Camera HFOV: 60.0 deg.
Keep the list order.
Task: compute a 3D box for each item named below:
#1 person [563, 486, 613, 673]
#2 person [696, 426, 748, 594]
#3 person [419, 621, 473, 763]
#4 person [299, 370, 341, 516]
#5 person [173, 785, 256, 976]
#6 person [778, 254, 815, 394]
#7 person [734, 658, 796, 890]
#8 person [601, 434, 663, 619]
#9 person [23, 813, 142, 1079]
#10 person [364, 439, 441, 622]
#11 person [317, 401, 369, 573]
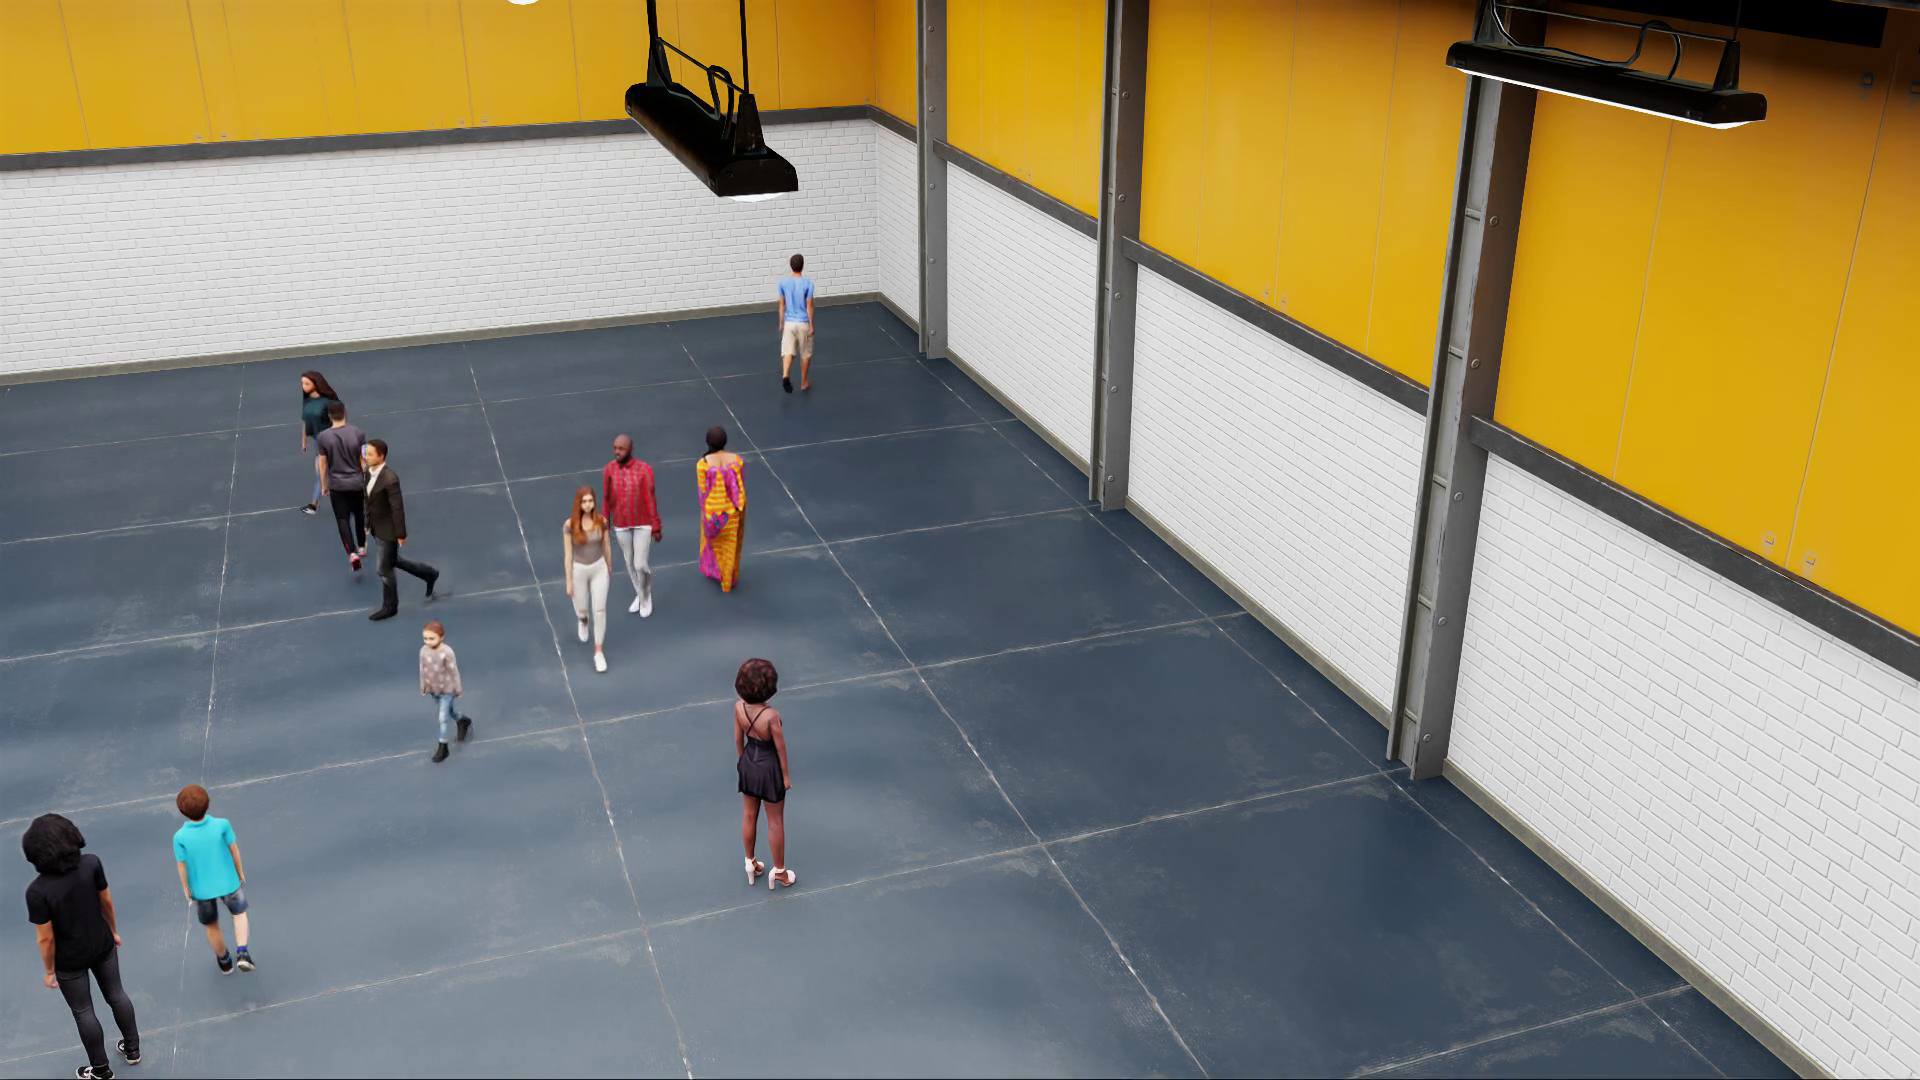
[{"bbox_3d":[-3.356,0.302,14.971,0.579,1.711,0.889,-9,25,-19],"label":"person"},{"bbox_3d":[-2.340,-0.303,16.431,0.699,1.651,0.853,-6,24,-12],"label":"person"},{"bbox_3d":[-4.216,1.180,13.622,0.790,1.182,0.893,8,25,17],"label":"person"},{"bbox_3d":[-6.954,-1.105,18.358,1.063,1.576,1.105,11,26,24],"label":"person"},{"bbox_3d":[-4.853,2.252,10.843,0.586,1.444,0.734,-12,26,-26],"label":"person"},{"bbox_3d":[-2.159,-2.813,21.934,0.919,1.841,1.104,3,24,7],"label":"person"},{"bbox_3d":[-1.403,1.660,11.768,0.652,1.788,0.719,12,26,25],"label":"person"},{"bbox_3d":[-3.106,-0.190,15.976,0.853,1.808,0.886,5,24,12],"label":"person"},{"bbox_3d":[-5.250,2.432,9.942,0.739,1.836,0.710,14,27,29],"label":"person"},{"bbox_3d":[-5.397,-0.141,15.898,0.976,1.779,1.075,-20,30,-38],"label":"person"},{"bbox_3d":[-6.198,-0.518,16.816,0.676,1.735,1.108,-10,26,-22],"label":"person"}]
